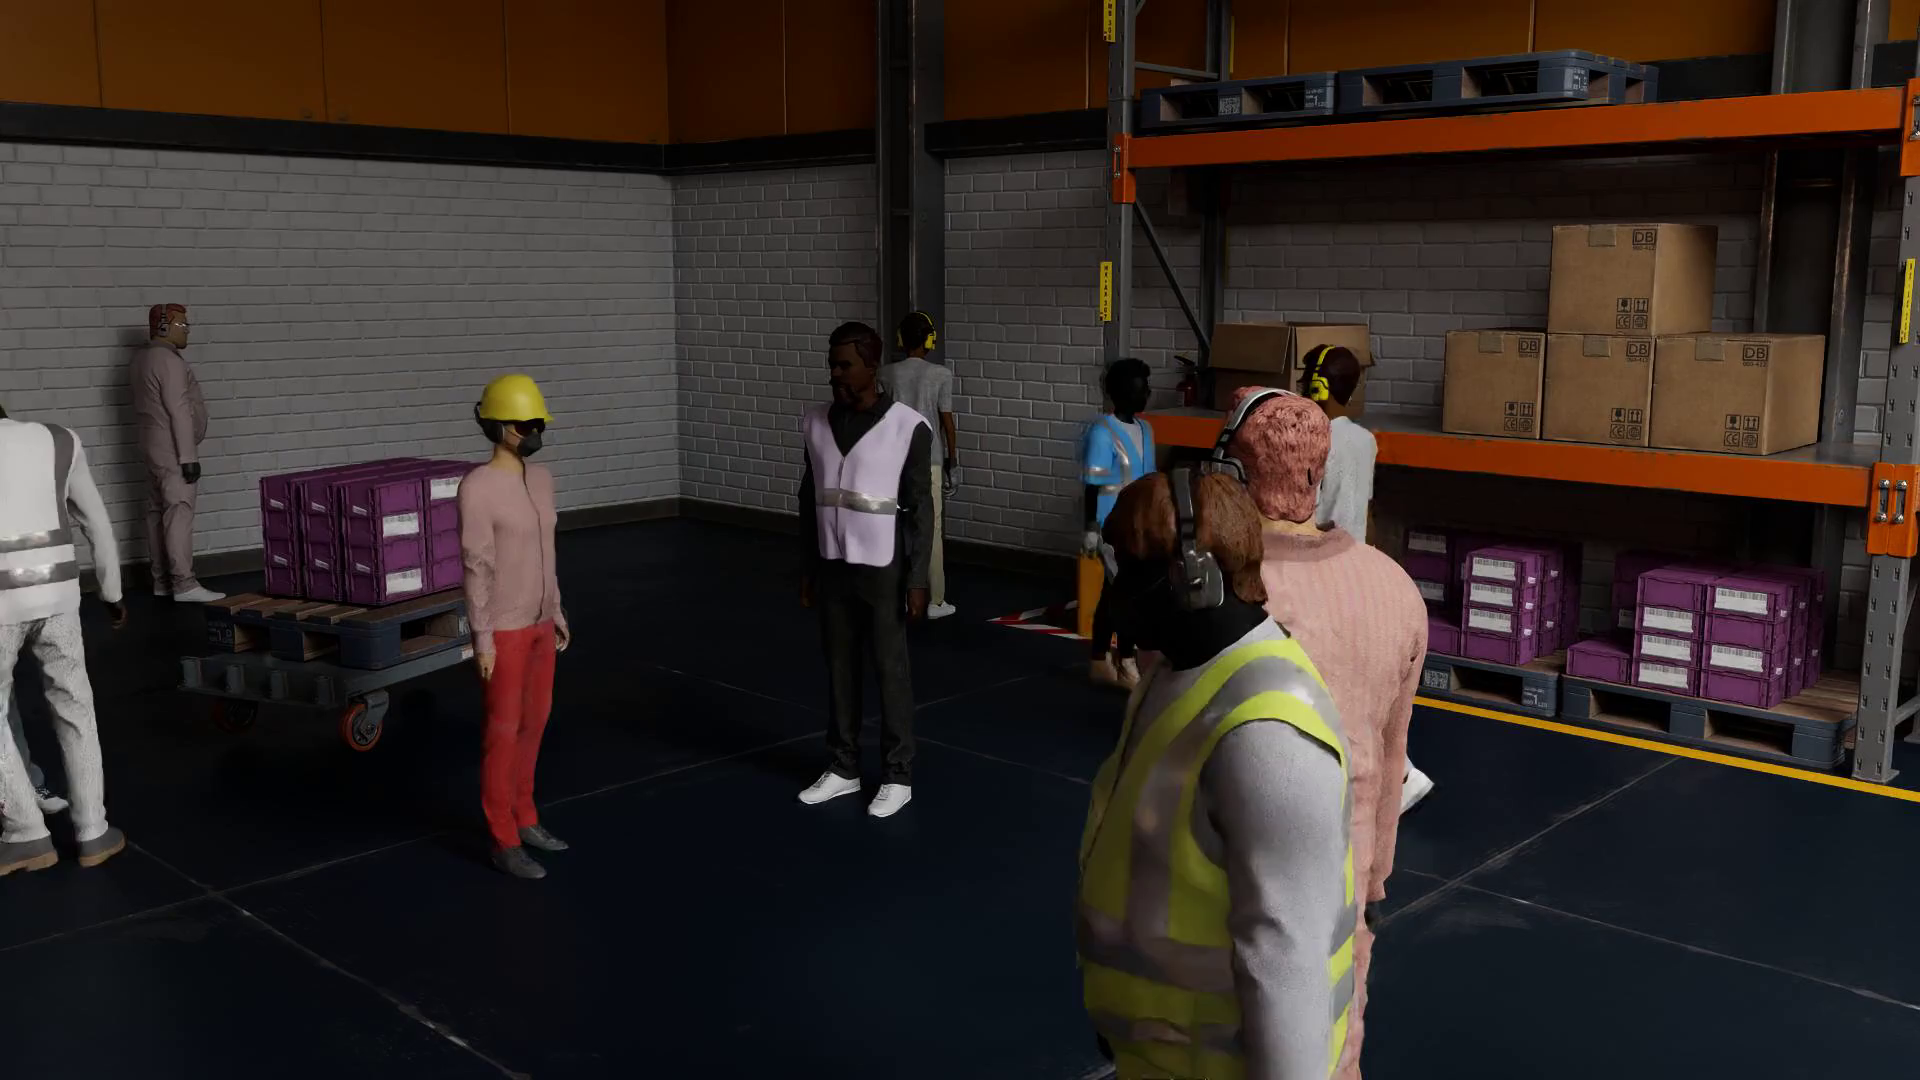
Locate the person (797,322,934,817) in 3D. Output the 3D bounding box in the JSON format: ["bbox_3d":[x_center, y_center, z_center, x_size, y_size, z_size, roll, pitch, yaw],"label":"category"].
[{"bbox_3d":[-0.374,0.111,6.507,0.598,1.917,0.375,6,11,31],"label":"person"}]

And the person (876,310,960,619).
[{"bbox_3d":[-0.258,-0.450,10.094,0.532,1.871,0.321,2,10,13],"label":"person"}]

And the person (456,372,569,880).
[{"bbox_3d":[-1.551,0.295,5.862,0.325,1.771,0.533,3,10,17],"label":"person"}]

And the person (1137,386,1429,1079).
[{"bbox_3d":[0.549,0.669,3.125,0.639,1.908,0.409,-6,11,-33],"label":"person"}]

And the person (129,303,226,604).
[{"bbox_3d":[-5.006,-0.551,10.613,0.400,1.905,0.643,-9,13,-43],"label":"person"}]

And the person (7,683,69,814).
[{"bbox_3d":[-3.740,0.312,6.240,0.663,1.591,0.575,2,9,10],"label":"person"}]

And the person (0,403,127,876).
[{"bbox_3d":[-3.262,0.248,5.855,0.362,1.867,0.728,7,12,38],"label":"person"}]

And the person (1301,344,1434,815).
[{"bbox_3d":[1.465,0.163,6.461,0.887,1.842,0.526,8,12,39],"label":"person"}]

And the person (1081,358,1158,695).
[{"bbox_3d":[0.870,-0.056,8.236,0.611,1.672,0.554,6,11,34],"label":"person"}]

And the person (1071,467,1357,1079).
[{"bbox_3d":[0.365,0.797,2.619,0.477,1.817,0.661,0,9,0],"label":"person"}]
